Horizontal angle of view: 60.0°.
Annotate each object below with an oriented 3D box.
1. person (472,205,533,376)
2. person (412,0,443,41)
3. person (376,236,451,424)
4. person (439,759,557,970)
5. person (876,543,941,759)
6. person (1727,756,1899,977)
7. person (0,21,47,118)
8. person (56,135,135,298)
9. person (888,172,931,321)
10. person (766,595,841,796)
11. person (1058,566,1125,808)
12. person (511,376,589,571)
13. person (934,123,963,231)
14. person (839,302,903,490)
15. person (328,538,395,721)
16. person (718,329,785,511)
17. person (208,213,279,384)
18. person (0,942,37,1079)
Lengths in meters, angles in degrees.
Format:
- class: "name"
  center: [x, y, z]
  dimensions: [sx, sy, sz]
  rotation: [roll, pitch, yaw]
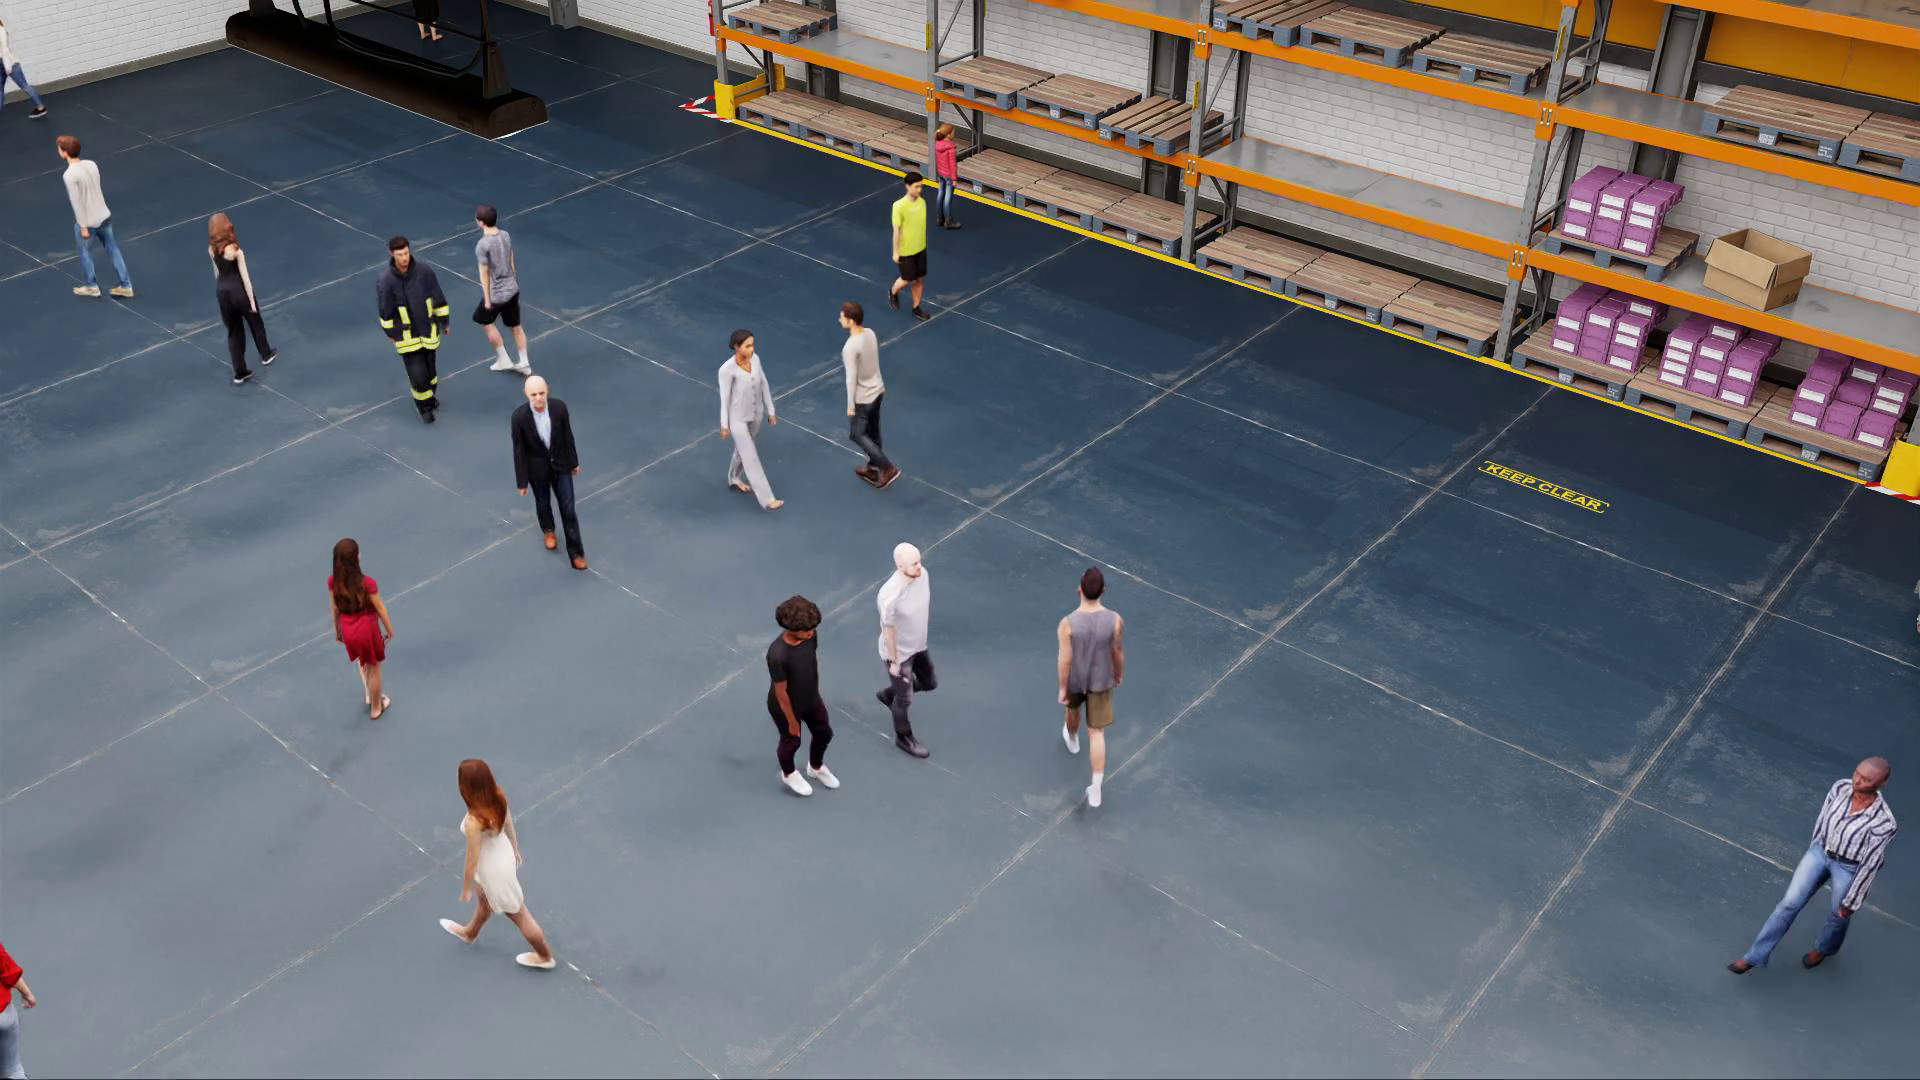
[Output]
- class: "person"
  center: [-4.618, -2.508, 16.981]
  dimensions: [0.761, 1.856, 0.757]
  rotation: [19, 38, 26]
- class: "person"
  center: [-8.679, -8.903, 26.813]
  dimensions: [0.628, 1.623, 0.715]
  rotation: [7, 34, 11]
- class: "person"
  center: [-5.399, -2.150, 16.402]
  dimensions: [0.897, 1.901, 0.968]
  rotation: [-23, 40, -31]
- class: "person"
  center: [-2.779, 2.047, 10.286]
  dimensions: [1.119, 1.681, 0.913]
  rotation: [6, 34, 8]
- class: "person"
  center: [-0.472, 0.758, 12.104]
  dimensions: [0.818, 1.817, 0.665]
  rotation: [22, 39, 29]
- class: "person"
  center: [5.474, 2.019, 10.258]
  dimensions: [1.025, 1.760, 1.141]
  rotation: [-15, 36, -21]
- class: "person"
  center: [-13.378, -6.707, 23.497]
  dimensions: [1.062, 1.637, 0.733]
  rotation: [23, 40, 30]
- class: "person"
  center: [-9.590, -3.569, 18.554]
  dimensions: [1.040, 1.882, 0.927]
  rotation: [7, 34, 11]
- class: "person"
  center: [-0.594, -3.232, 18.216]
  dimensions: [0.695, 1.695, 0.811]
  rotation: [-27, 42, -34]
- class: "person"
  center: [-1.217, 1.067, 11.693]
  dimensions: [0.689, 1.757, 0.664]
  rotation: [20, 38, 27]
- class: "person"
  center: [0.919, 1.045, 11.686]
  dimensions: [1.175, 1.804, 1.243]
  rotation: [-3, 34, -4]
- class: "person"
  center: [-3.552, -0.640, 14.260]
  dimensions: [1.061, 1.757, 1.287]
  rotation: [-13, 36, -19]
- class: "person"
  center: [-0.175, -4.479, 20.433]
  dimensions: [0.624, 1.317, 0.511]
  rotation: [-20, 38, -27]
- class: "person"
  center: [-0.793, -1.289, 15.161]
  dimensions: [0.903, 1.841, 0.788]
  rotation: [16, 37, 23]
- class: "person"
  center: [-4.502, 0.707, 12.428]
  dimensions: [0.716, 1.542, 0.772]
  rotation: [3, 34, 4]
- class: "person"
  center: [-2.015, -1.140, 15.070]
  dimensions: [1.063, 1.694, 0.646]
  rotation: [26, 41, 33]
- class: "person"
  center: [-7.455, -2.433, 17.013]
  dimensions: [0.972, 1.695, 0.947]
  rotation: [7, 34, 10]
- class: "person"
  center: [-5.449, 2.718, 9.276]
  dimensions: [0.836, 1.682, 0.943]
  rotation: [-14, 36, -20]
